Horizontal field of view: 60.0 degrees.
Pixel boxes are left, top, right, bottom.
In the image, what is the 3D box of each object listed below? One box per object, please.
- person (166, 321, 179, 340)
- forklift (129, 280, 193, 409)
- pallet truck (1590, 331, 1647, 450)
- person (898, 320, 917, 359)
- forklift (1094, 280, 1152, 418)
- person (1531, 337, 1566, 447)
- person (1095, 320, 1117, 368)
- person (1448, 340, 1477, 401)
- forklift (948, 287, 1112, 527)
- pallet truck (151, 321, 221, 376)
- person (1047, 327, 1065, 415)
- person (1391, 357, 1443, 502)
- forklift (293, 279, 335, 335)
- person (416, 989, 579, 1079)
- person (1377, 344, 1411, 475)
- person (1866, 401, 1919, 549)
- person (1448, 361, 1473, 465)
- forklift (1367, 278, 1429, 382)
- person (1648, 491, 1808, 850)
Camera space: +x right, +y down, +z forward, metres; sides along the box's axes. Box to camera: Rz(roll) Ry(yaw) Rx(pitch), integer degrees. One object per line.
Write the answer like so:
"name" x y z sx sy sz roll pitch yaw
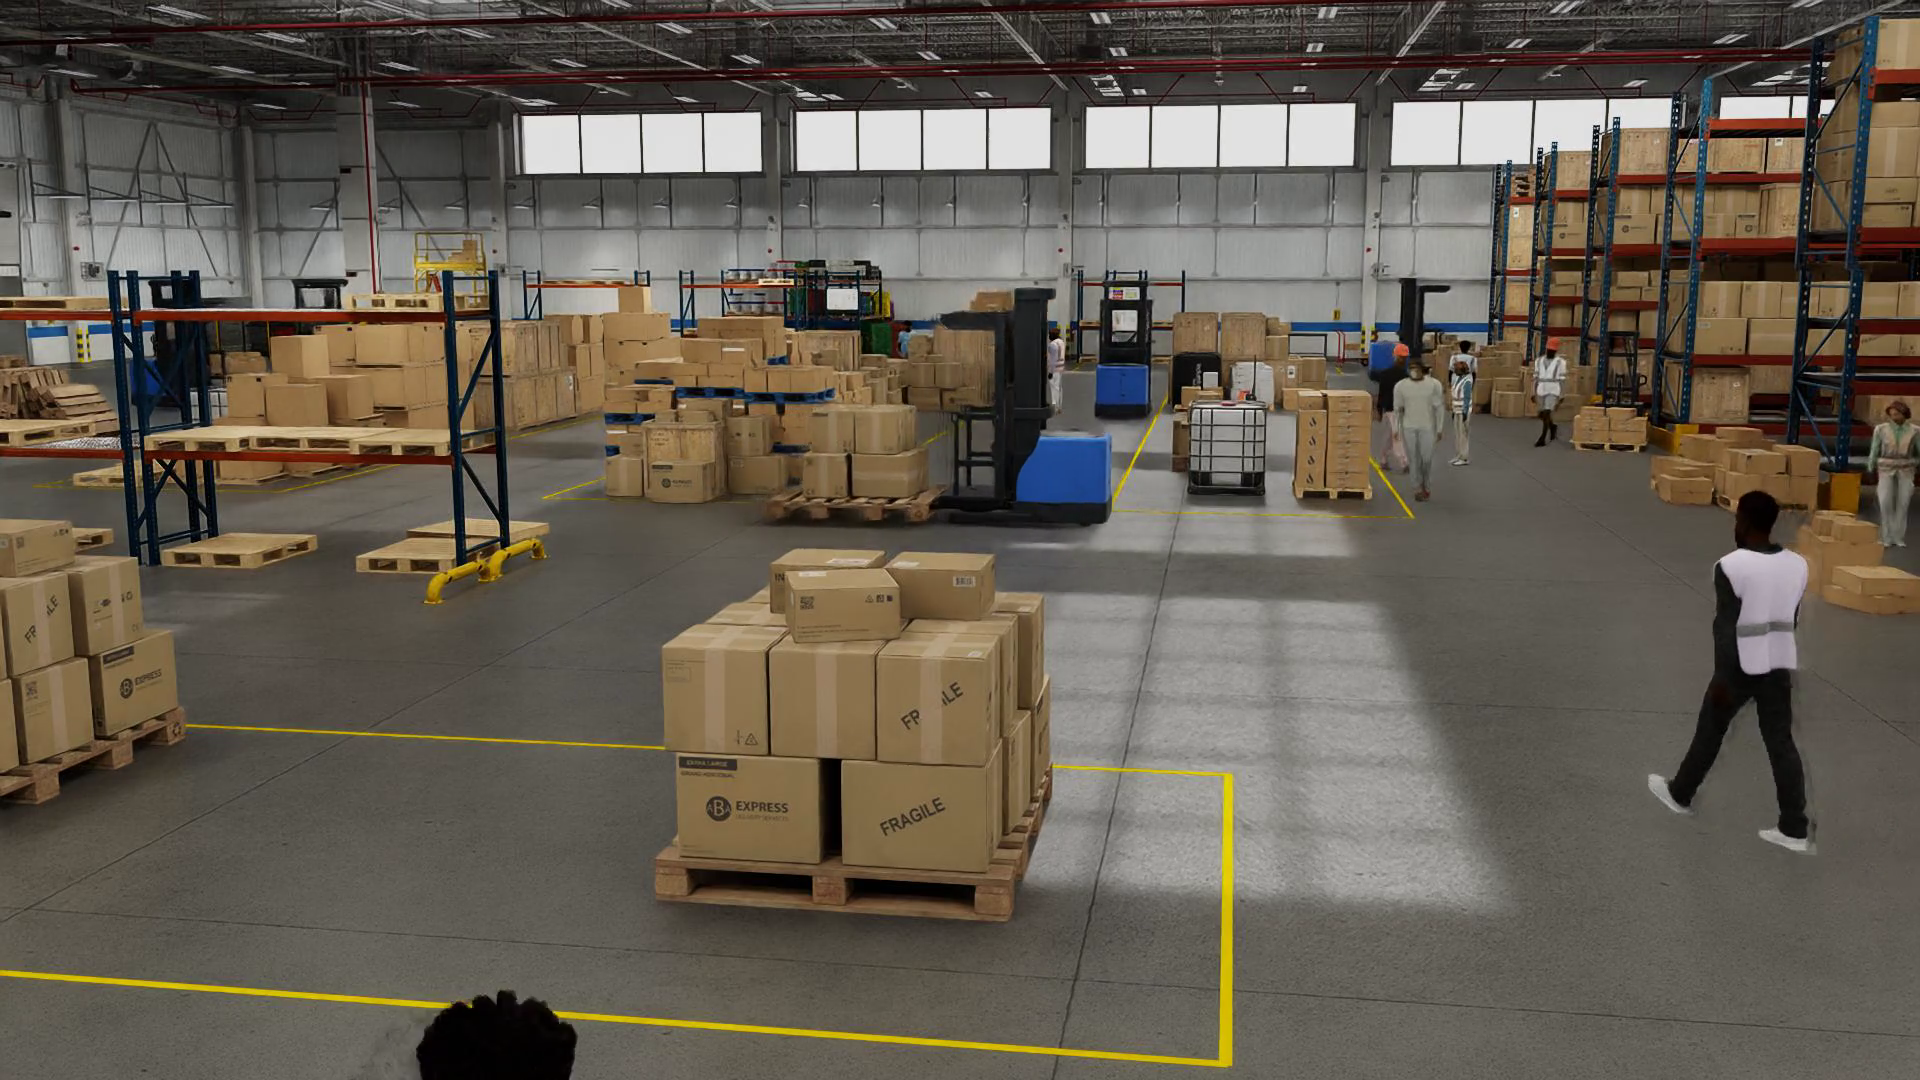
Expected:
"person" -21.579 -5.281 45.409 0.360 1.930 0.586 5 10 27
"forklift" -17.241 -4.314 36.523 1.873 2.768 1.129 4 10 23
"pallet truck" 11.253 -2.573 28.499 0.823 1.965 1.885 5 10 27
"person" -1.410 -5.093 44.961 0.540 1.696 0.317 0 9 -3
"forklift" 3.406 -3.986 34.495 1.129 2.768 1.873 1 9 9
"person" 10.206 -2.566 28.775 0.559 1.896 0.710 9 13 44
"person" 3.419 -4.178 38.711 0.554 1.908 0.884 -1 9 -9
"person" 9.918 -3.112 32.801 0.540 1.676 0.612 1 9 4
"forklift" 0.869 -1.619 19.899 1.873 2.768 1.129 1 9 9
"pallet truck" -21.869 -5.598 47.154 0.823 1.965 1.885 4 10 26
"person" 1.984 -3.557 35.066 0.430 1.838 0.619 3 10 19
"person" 5.965 -1.436 21.757 0.648 1.907 0.680 4 10 22
"forklift" -16.288 -5.218 42.099 1.129 2.768 1.873 -7 12 -37
"person" -0.657 1.675 2.576 0.371 1.944 0.636 -3 10 -16
"person" 6.580 -1.951 24.856 0.614 1.940 1.042 -5 10 -28
"person" 10.226 -0.701 18.118 0.613 1.603 0.644 5 11 30
"person" 7.833 -1.983 25.986 0.320 1.630 0.528 -1 9 -5
"forklift" 12.036 -5.668 44.872 1.873 2.768 1.129 1 9 9
"person" 4.227 0.663 8.956 0.620 1.861 1.019 -3 10 -17
